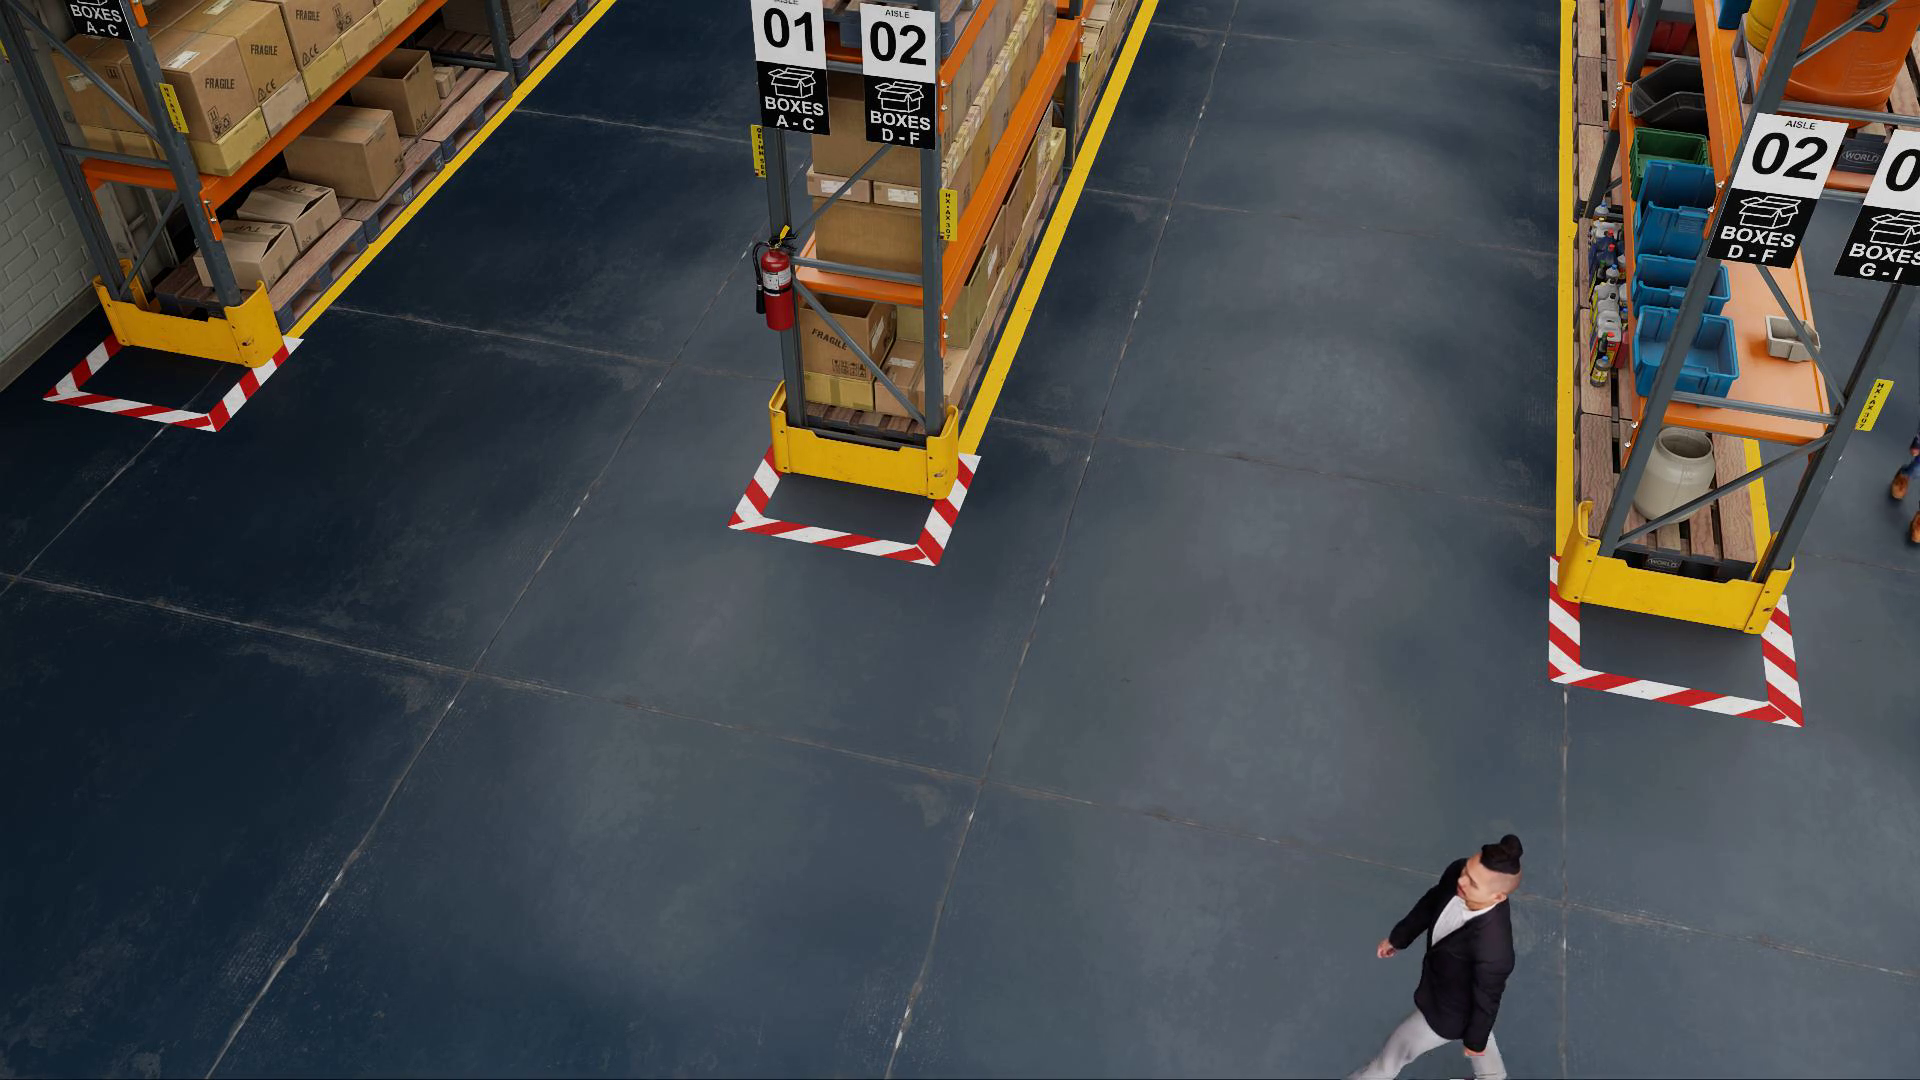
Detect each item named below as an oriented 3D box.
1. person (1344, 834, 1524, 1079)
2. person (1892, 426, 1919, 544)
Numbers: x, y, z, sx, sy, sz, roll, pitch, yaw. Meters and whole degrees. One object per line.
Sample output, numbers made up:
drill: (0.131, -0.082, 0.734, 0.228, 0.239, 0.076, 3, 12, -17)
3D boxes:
person: (2.135, 1.847, 6.876, 0.919, 1.895, 1.211, 3, 43, 3)
person: (5.914, -0.623, 10.007, 0.528, 1.231, 0.839, 13, 45, 14)
